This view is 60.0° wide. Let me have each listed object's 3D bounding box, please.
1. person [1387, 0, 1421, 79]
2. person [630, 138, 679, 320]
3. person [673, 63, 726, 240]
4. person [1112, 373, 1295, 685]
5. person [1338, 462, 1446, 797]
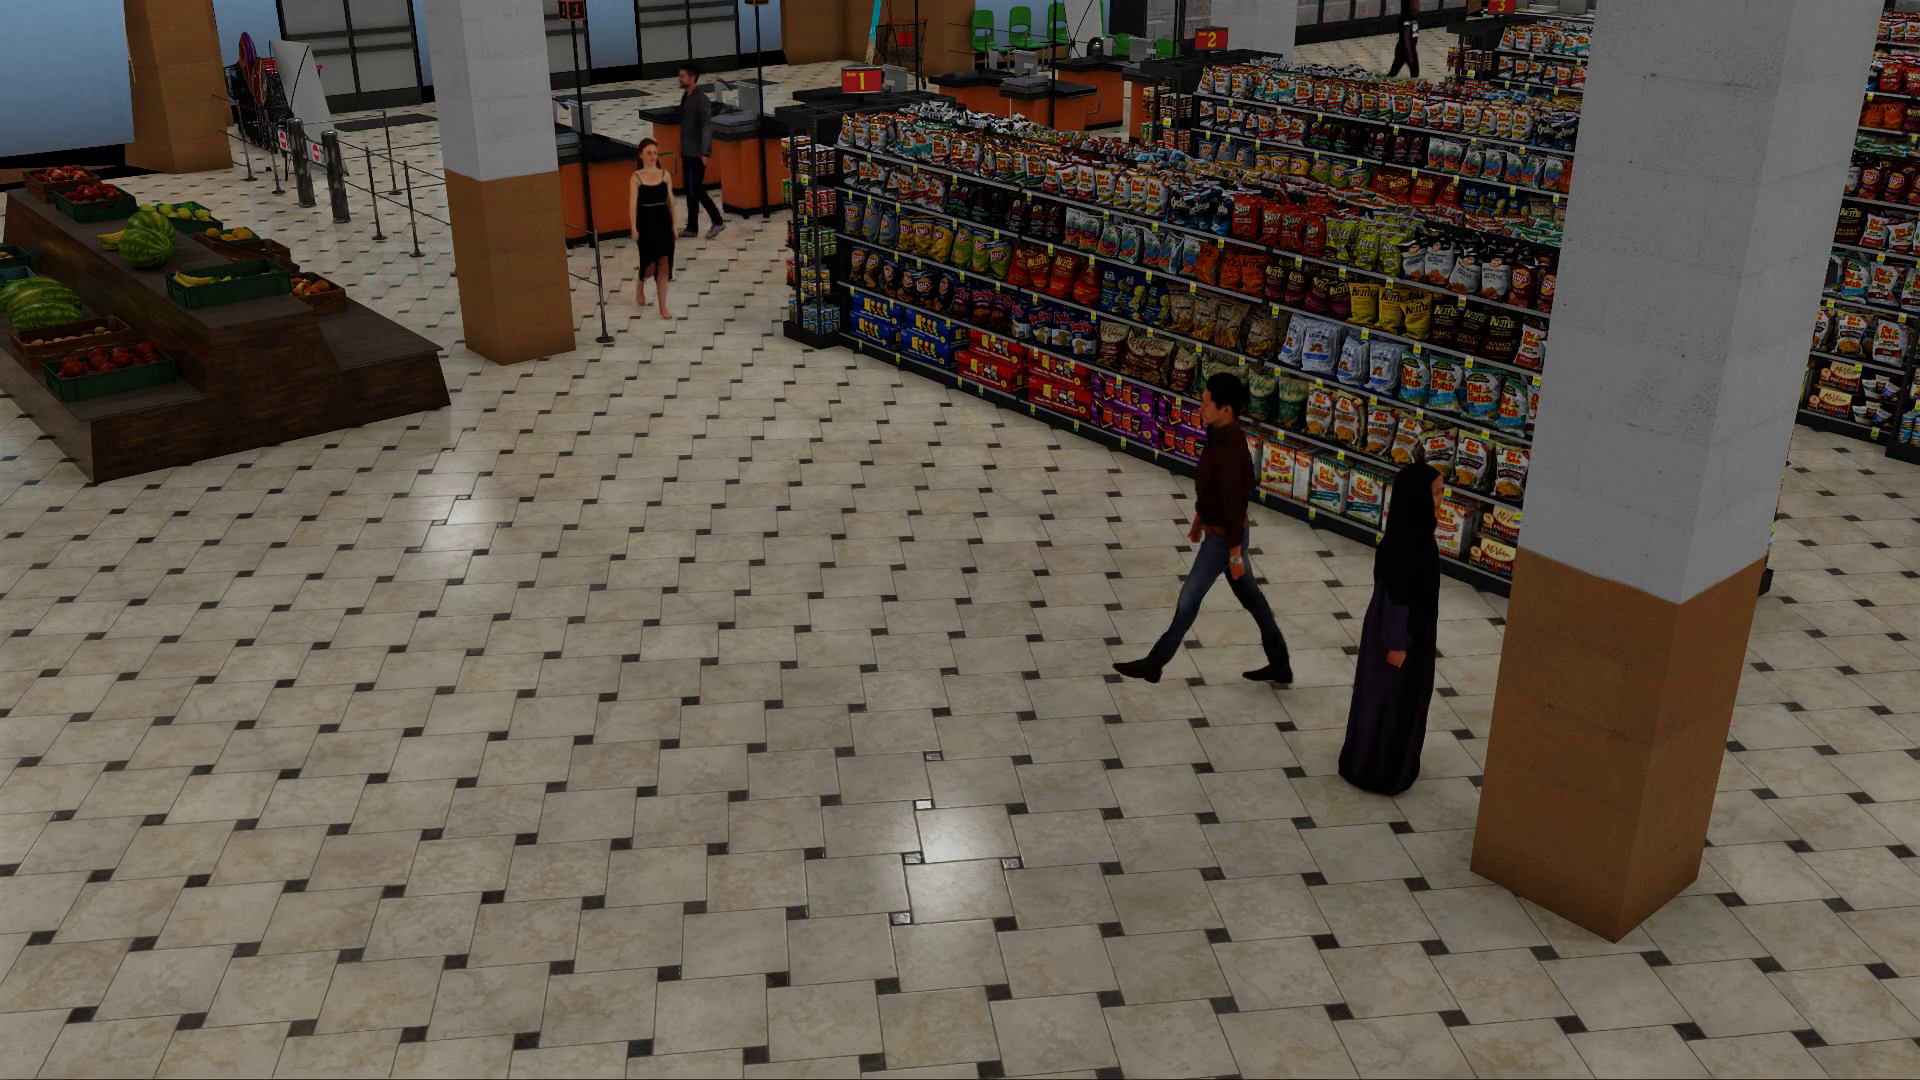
[{"bbox_3d":[6.793,-7.499,25.703,1.249,1.686,0.840,15,28,30],"label":"person"},{"bbox_3d":[-2.815,-2.852,15.167,0.634,1.618,0.803,-13,27,-28],"label":"person"},{"bbox_3d":[-2.809,-4.176,17.885,0.825,1.866,0.759,-14,27,-29],"label":"person"},{"bbox_3d":[1.436,0.020,8.477,1.247,1.719,1.181,3,24,7],"label":"person"},{"bbox_3d":[2.041,0.395,7.754,0.723,1.613,0.707,11,26,24],"label":"person"}]
